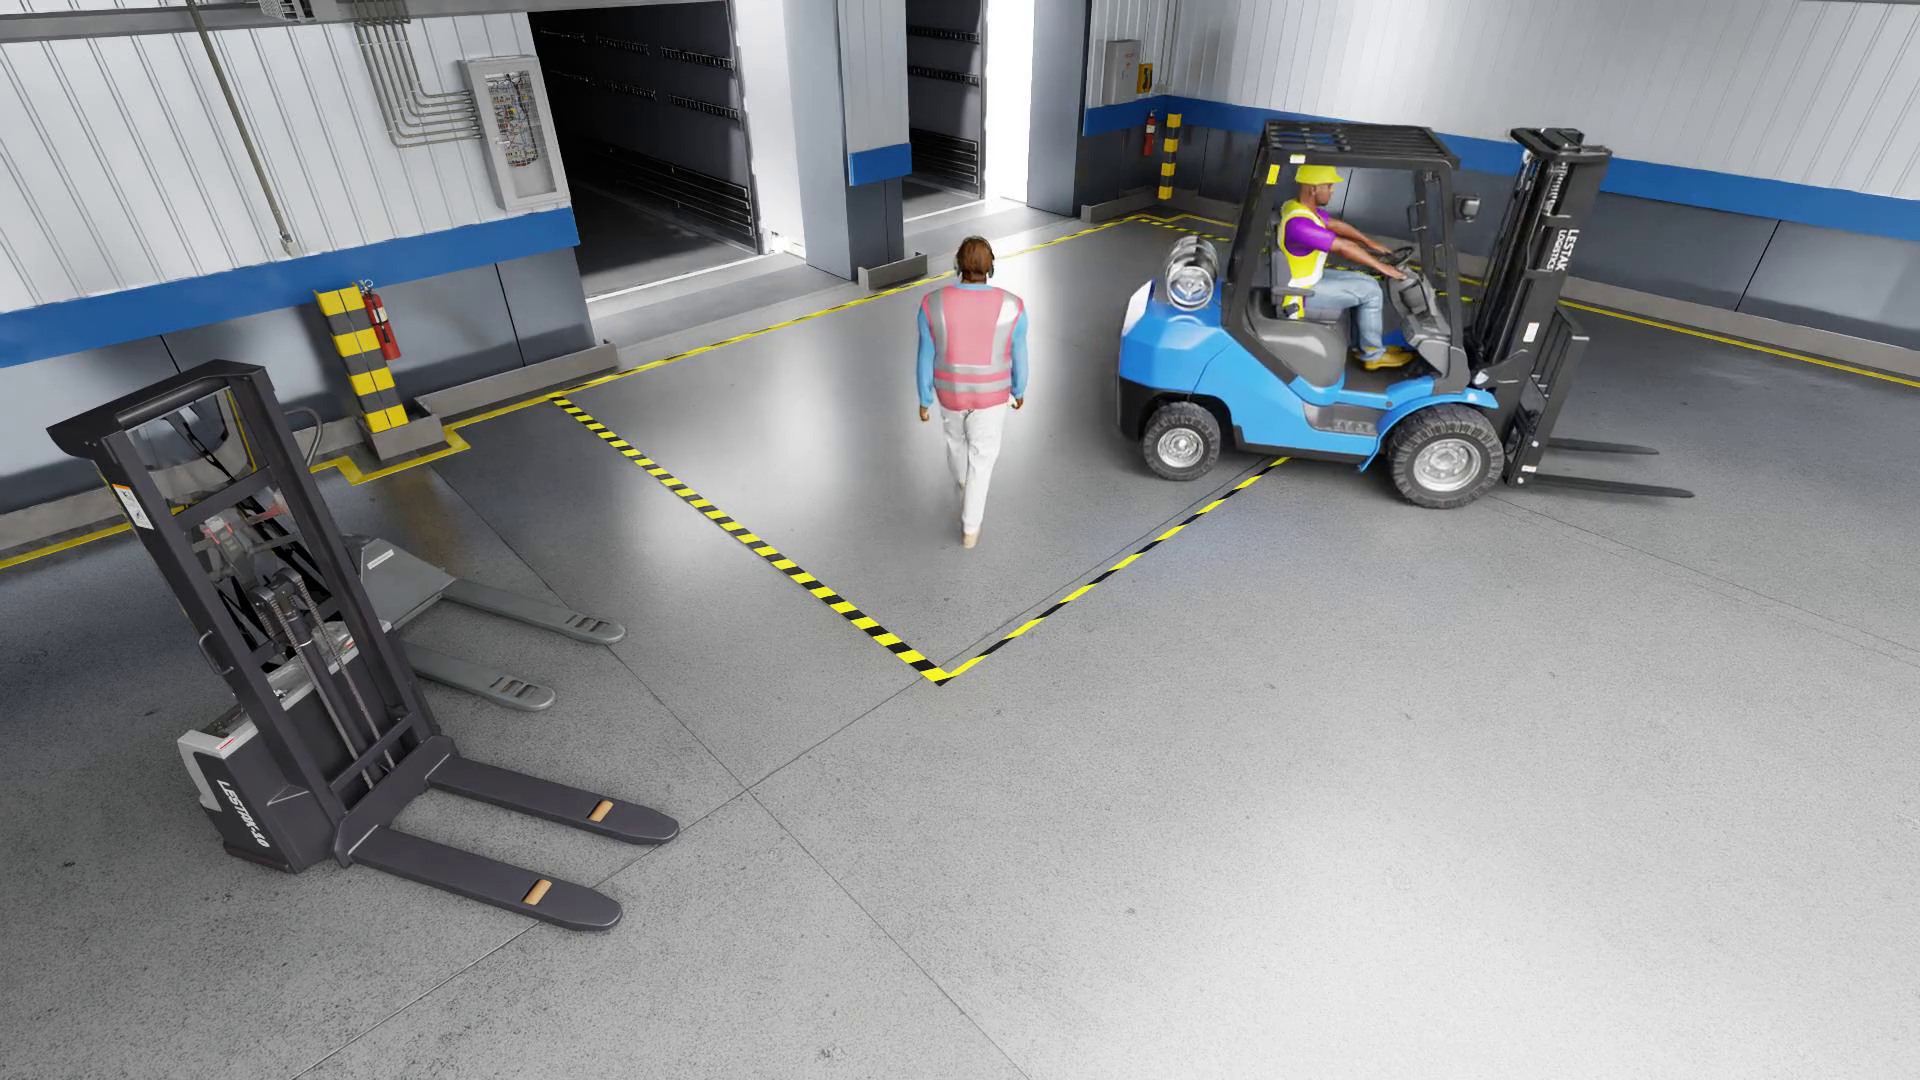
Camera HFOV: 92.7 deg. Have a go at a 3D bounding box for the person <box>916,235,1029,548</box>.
[{"bbox_3d":[0.093,-0.933,5.512,0.642,1.804,0.913,5,35,7],"label":"person"}]

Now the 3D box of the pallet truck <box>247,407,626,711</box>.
[{"bbox_3d":[-2.628,0.038,4.590,1.601,1.201,0.680,12,36,18],"label":"pallet truck"}]

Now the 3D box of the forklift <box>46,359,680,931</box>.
[{"bbox_3d":[-2.135,0.422,3.354,1.885,1.965,0.823,10,35,14],"label":"forklift"}]

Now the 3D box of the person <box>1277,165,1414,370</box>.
[{"bbox_3d":[2.527,-1.755,5.906,1.004,1.293,0.635,8,35,11],"label":"person"}]

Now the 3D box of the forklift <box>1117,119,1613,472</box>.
[{"bbox_3d":[2.471,-1.612,6.029,2.680,2.036,1.157,8,35,11],"label":"forklift"}]
